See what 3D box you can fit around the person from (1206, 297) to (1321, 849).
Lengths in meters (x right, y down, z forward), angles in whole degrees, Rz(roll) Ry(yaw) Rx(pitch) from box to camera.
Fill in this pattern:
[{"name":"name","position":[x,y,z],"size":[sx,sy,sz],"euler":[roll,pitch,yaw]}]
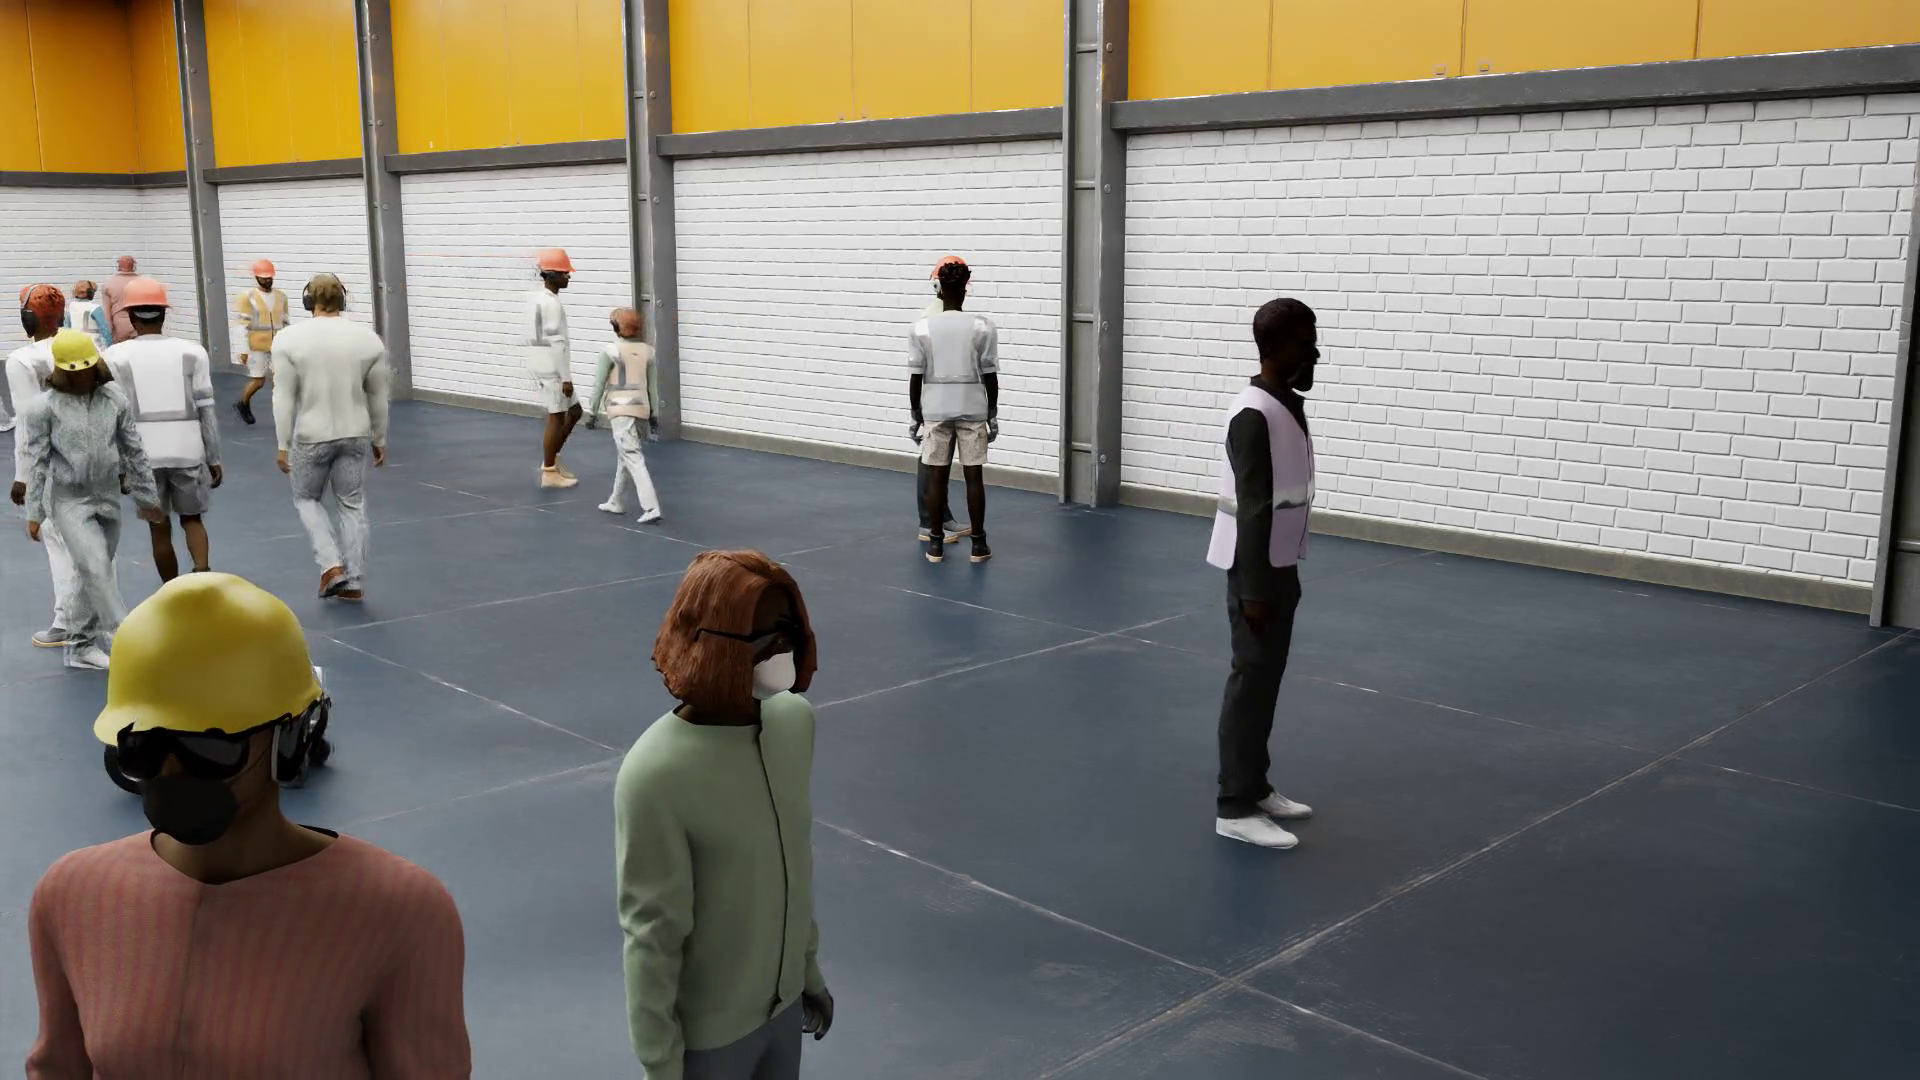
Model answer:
[{"name":"person","position":[1.073,0.108,5.890],"size":[0.374,1.916,0.595],"euler":[4,11,21]}]

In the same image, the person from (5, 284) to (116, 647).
[{"name":"person","position":[-4.675,-0.381,8.651],"size":[0.355,1.883,0.572],"euler":[3,11,17]}]

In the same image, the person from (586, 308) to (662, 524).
[{"name":"person","position":[-2.486,-0.933,12.440],"size":[0.859,1.598,0.512],"euler":[8,13,36]}]

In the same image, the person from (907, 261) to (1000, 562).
[{"name":"person","position":[-0.037,-0.827,10.857],"size":[0.601,1.967,0.369],"euler":[1,10,4]}]

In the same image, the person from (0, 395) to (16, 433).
[{"name":"person","position":[-10.462,-2.022,17.619],"size":[0.610,1.870,0.978],"euler":[1,10,5]}]

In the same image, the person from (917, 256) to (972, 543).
[{"name":"person","position":[-0.099,-0.987,11.670],"size":[0.401,1.987,0.612],"euler":[4,11,20]}]

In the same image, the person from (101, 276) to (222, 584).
[{"name":"person","position":[-4.268,-0.448,8.928],"size":[0.563,1.913,0.578],"euler":[-6,12,-31]}]

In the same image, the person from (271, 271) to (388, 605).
[{"name":"person","position":[-3.615,-0.574,9.583],"size":[0.657,1.922,0.445],"euler":[-7,13,-35]}]

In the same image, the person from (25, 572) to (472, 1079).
[{"name":"person","position":[-0.826,0.905,1.957],"size":[0.525,1.771,0.305],"euler":[0,10,2]}]

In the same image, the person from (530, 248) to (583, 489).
[{"name":"person","position":[-3.373,-1.429,13.979],"size":[0.468,2.022,0.632],"euler":[-4,11,-19]}]

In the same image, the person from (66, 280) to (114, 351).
[{"name":"person","position":[-10.049,-2.199,19.293],"size":[0.531,1.620,0.576],"euler":[5,11,24]}]

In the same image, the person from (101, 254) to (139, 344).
[{"name":"person","position":[-10.606,-2.704,21.320],"size":[0.657,1.885,0.743],"euler":[-5,11,-25]}]

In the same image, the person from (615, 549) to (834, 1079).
[{"name":"person","position":[-0.380,0.815,2.813],"size":[0.268,1.632,0.507],"euler":[5,12,26]}]

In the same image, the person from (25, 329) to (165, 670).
[{"name":"person","position":[-4.097,-0.160,7.945],"size":[0.802,1.683,0.574],"euler":[6,12,29]}]

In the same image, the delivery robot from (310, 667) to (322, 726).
[{"name":"delivery robot","position":[-2.890,0.627,6.523],"size":[0.707,0.478,0.477],"euler":[0,10,0]}]

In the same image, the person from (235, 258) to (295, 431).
[{"name":"person","position":[-7.643,-2.143,18.243],"size":[0.832,1.901,0.586],"euler":[9,14,42]}]
